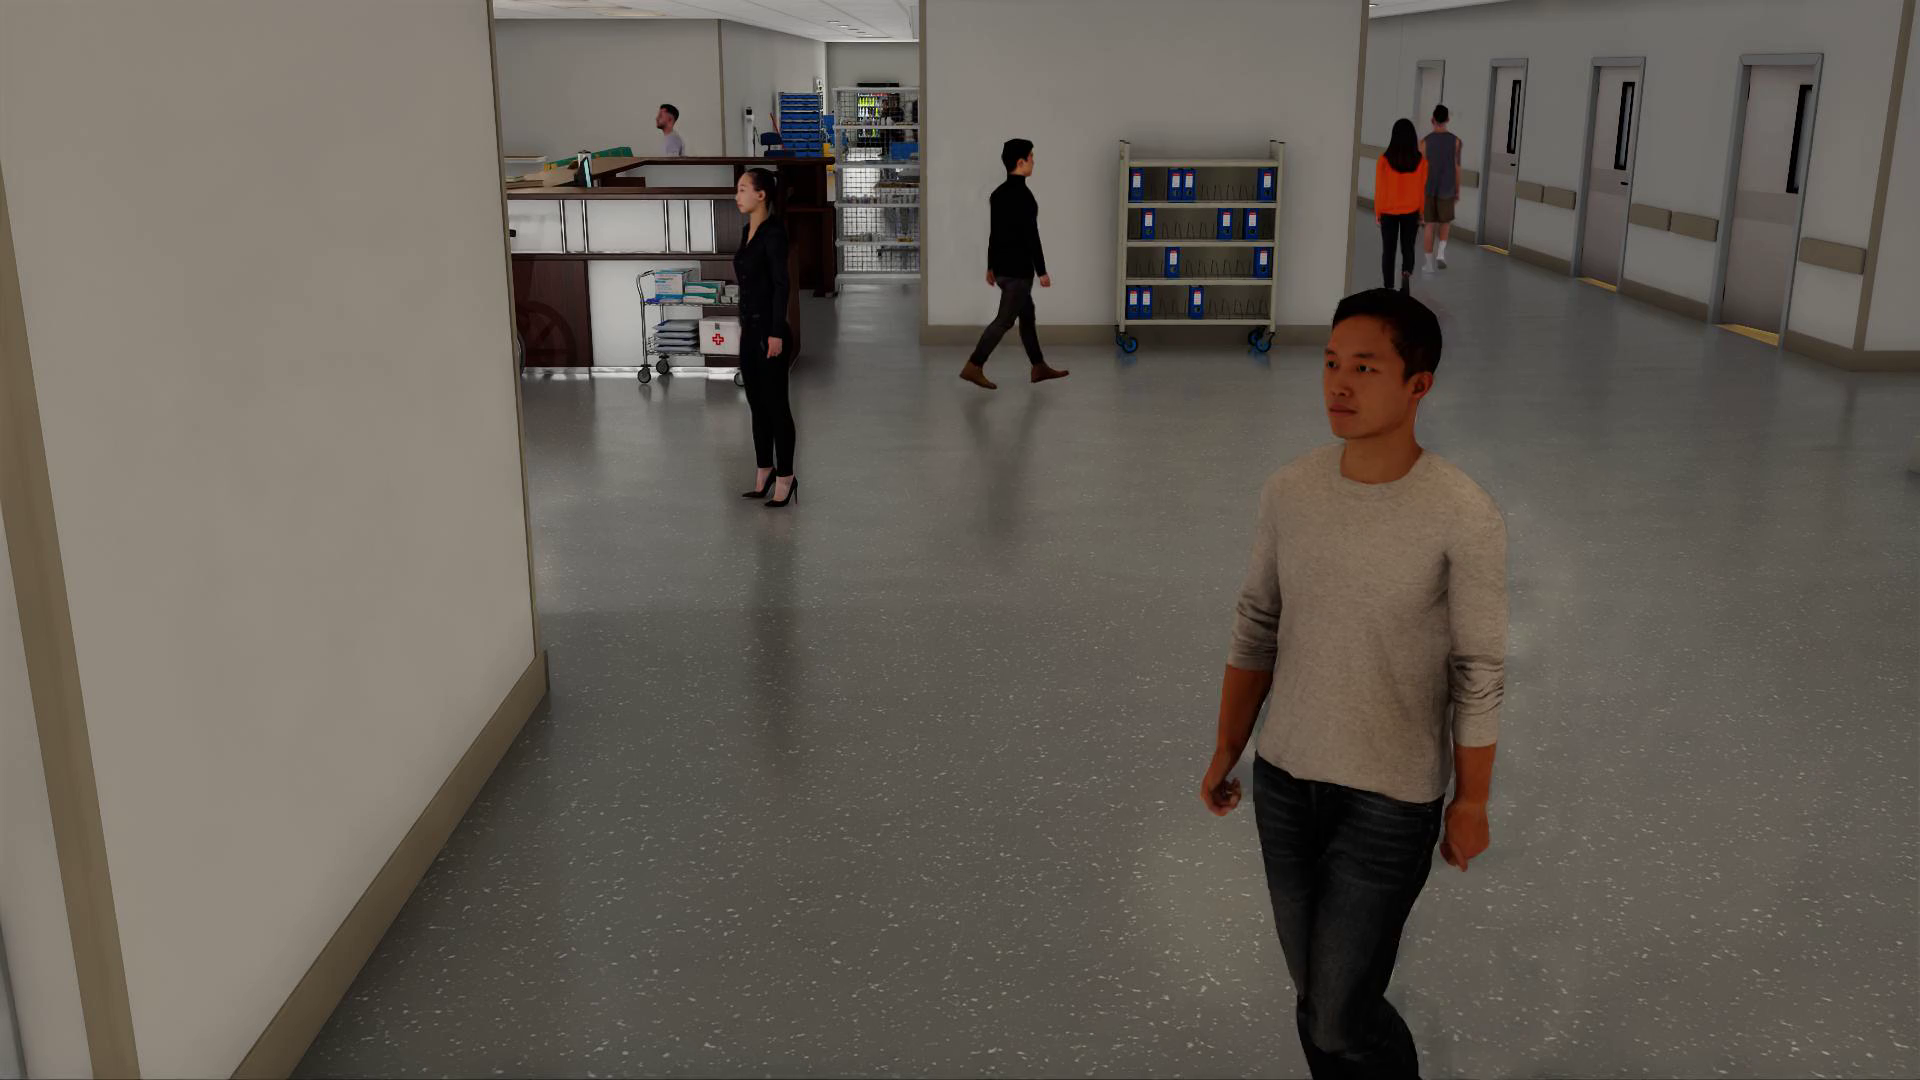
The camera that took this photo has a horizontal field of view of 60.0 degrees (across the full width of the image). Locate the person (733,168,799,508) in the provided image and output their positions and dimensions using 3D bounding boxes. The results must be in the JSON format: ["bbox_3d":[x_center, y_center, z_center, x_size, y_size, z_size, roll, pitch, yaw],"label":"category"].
[{"bbox_3d":[-0.993,-1.019,8.427,0.645,1.711,0.641,-9,18,-30],"label":"person"}]

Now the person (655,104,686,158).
[{"bbox_3d":[-2.973,-3.684,17.700,1.250,1.808,0.981,-6,17,-21],"label":"person"}]

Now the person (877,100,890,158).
[{"bbox_3d":[-1.969,-10.765,43.473,0.748,1.452,0.706,-9,18,-30],"label":"person"}]

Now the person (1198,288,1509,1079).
[{"bbox_3d":[0.785,0.434,3.120,0.858,1.794,0.803,-14,21,-41],"label":"person"}]

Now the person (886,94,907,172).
[{"bbox_3d":[-1.437,-8.956,36.711,1.101,1.639,0.802,3,16,10],"label":"person"}]

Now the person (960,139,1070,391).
[{"bbox_3d":[0.311,-1.867,11.460,1.172,1.697,0.891,-6,17,-20],"label":"person"}]

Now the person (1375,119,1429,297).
[{"bbox_3d":[4.108,-3.018,15.472,0.641,1.736,0.691,1,16,3],"label":"person"}]

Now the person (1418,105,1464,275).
[{"bbox_3d":[5.259,-3.825,18.244,0.655,1.831,0.764,3,16,10],"label":"person"}]
